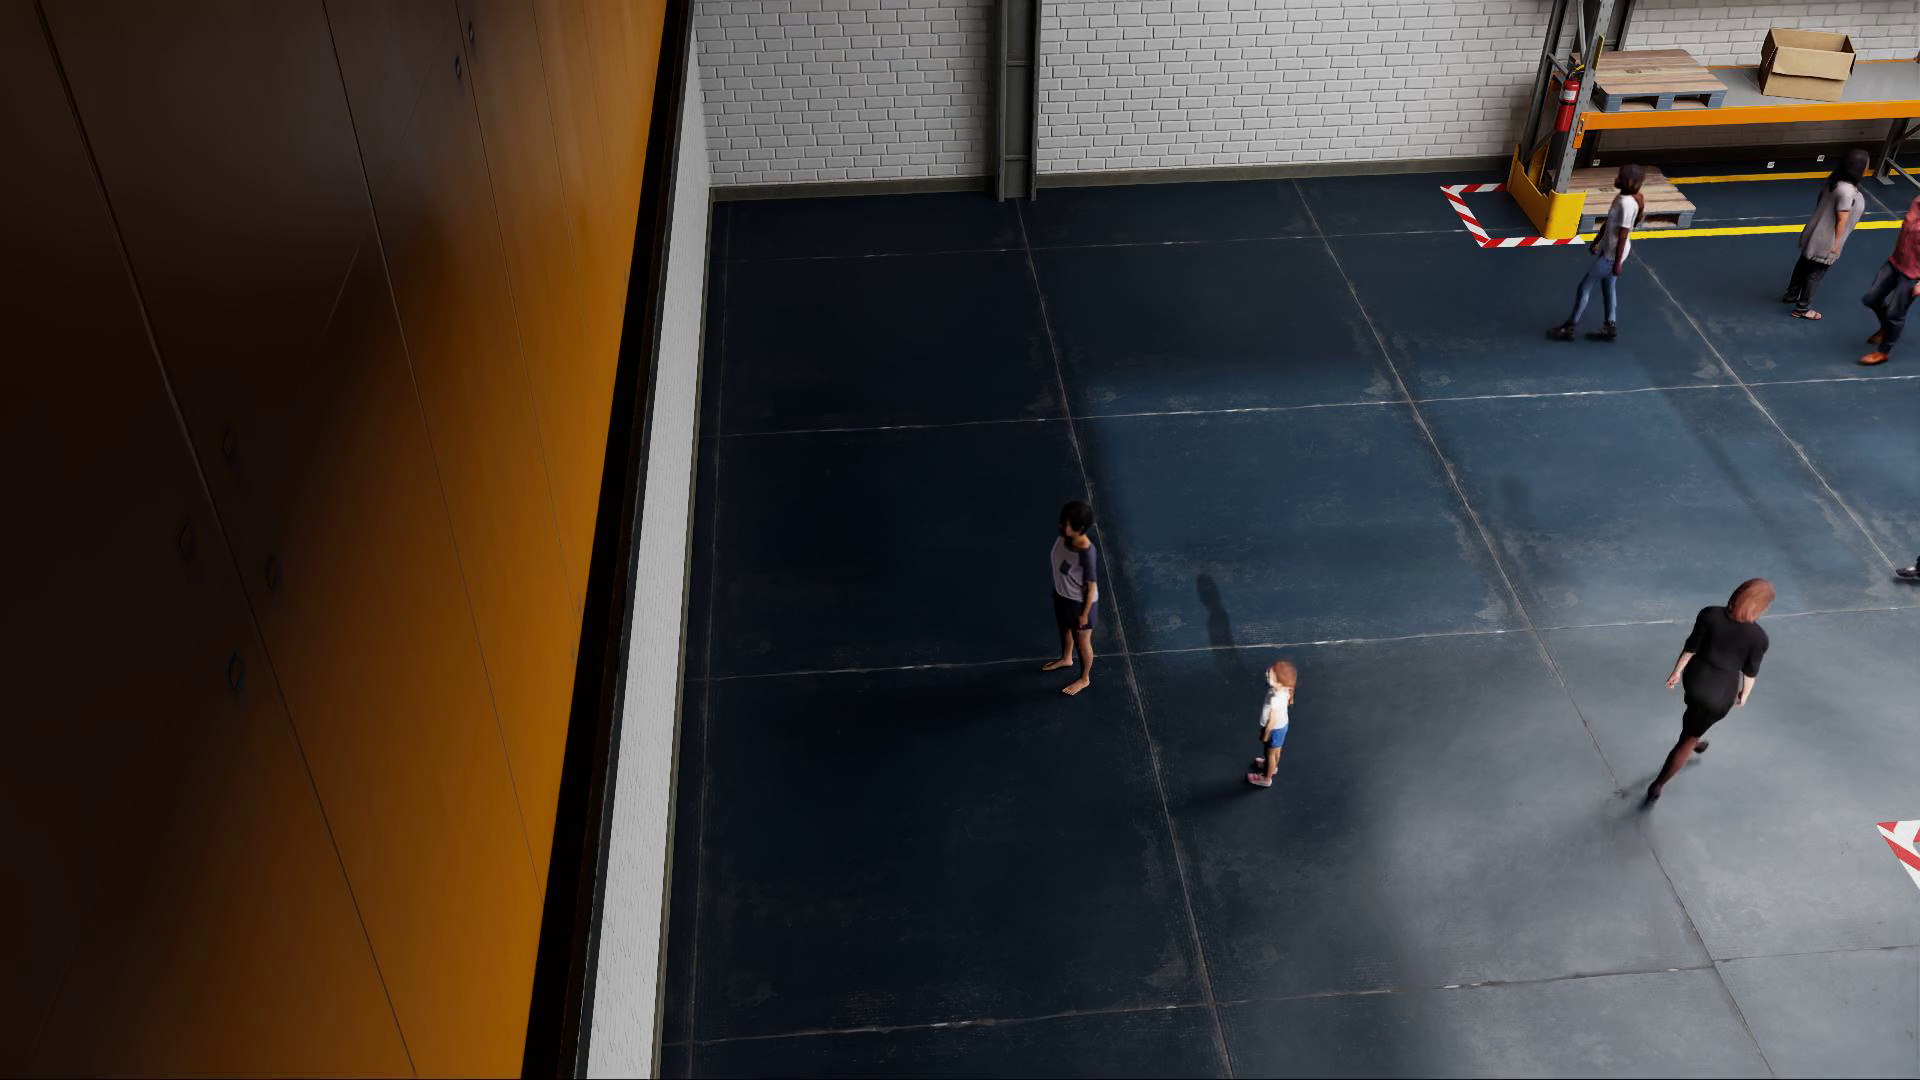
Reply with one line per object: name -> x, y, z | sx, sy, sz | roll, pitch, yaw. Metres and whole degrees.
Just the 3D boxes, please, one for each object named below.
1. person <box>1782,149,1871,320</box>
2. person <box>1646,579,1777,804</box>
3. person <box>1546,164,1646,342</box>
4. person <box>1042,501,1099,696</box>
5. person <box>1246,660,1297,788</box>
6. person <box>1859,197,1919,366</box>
person -> 7.927, -2.823, 15.219 | 0.678, 1.609, 0.659 | 1, 39, 2
person -> 4.624, 0.982, 10.414 | 0.931, 1.660, 1.065 | 31, 48, 33
person -> 5.862, -2.511, 14.756 | 0.955, 1.701, 0.792 | 9, 40, 11
person -> 0.773, 0.368, 11.259 | 0.633, 1.565, 0.634 | -17, 42, -21
person -> 2.022, 1.168, 10.693 | 0.520, 1.021, 0.485 | 17, 42, 20
person -> 8.338, -2.366, 14.480 | 0.792, 1.817, 0.765 | -11, 40, -13
